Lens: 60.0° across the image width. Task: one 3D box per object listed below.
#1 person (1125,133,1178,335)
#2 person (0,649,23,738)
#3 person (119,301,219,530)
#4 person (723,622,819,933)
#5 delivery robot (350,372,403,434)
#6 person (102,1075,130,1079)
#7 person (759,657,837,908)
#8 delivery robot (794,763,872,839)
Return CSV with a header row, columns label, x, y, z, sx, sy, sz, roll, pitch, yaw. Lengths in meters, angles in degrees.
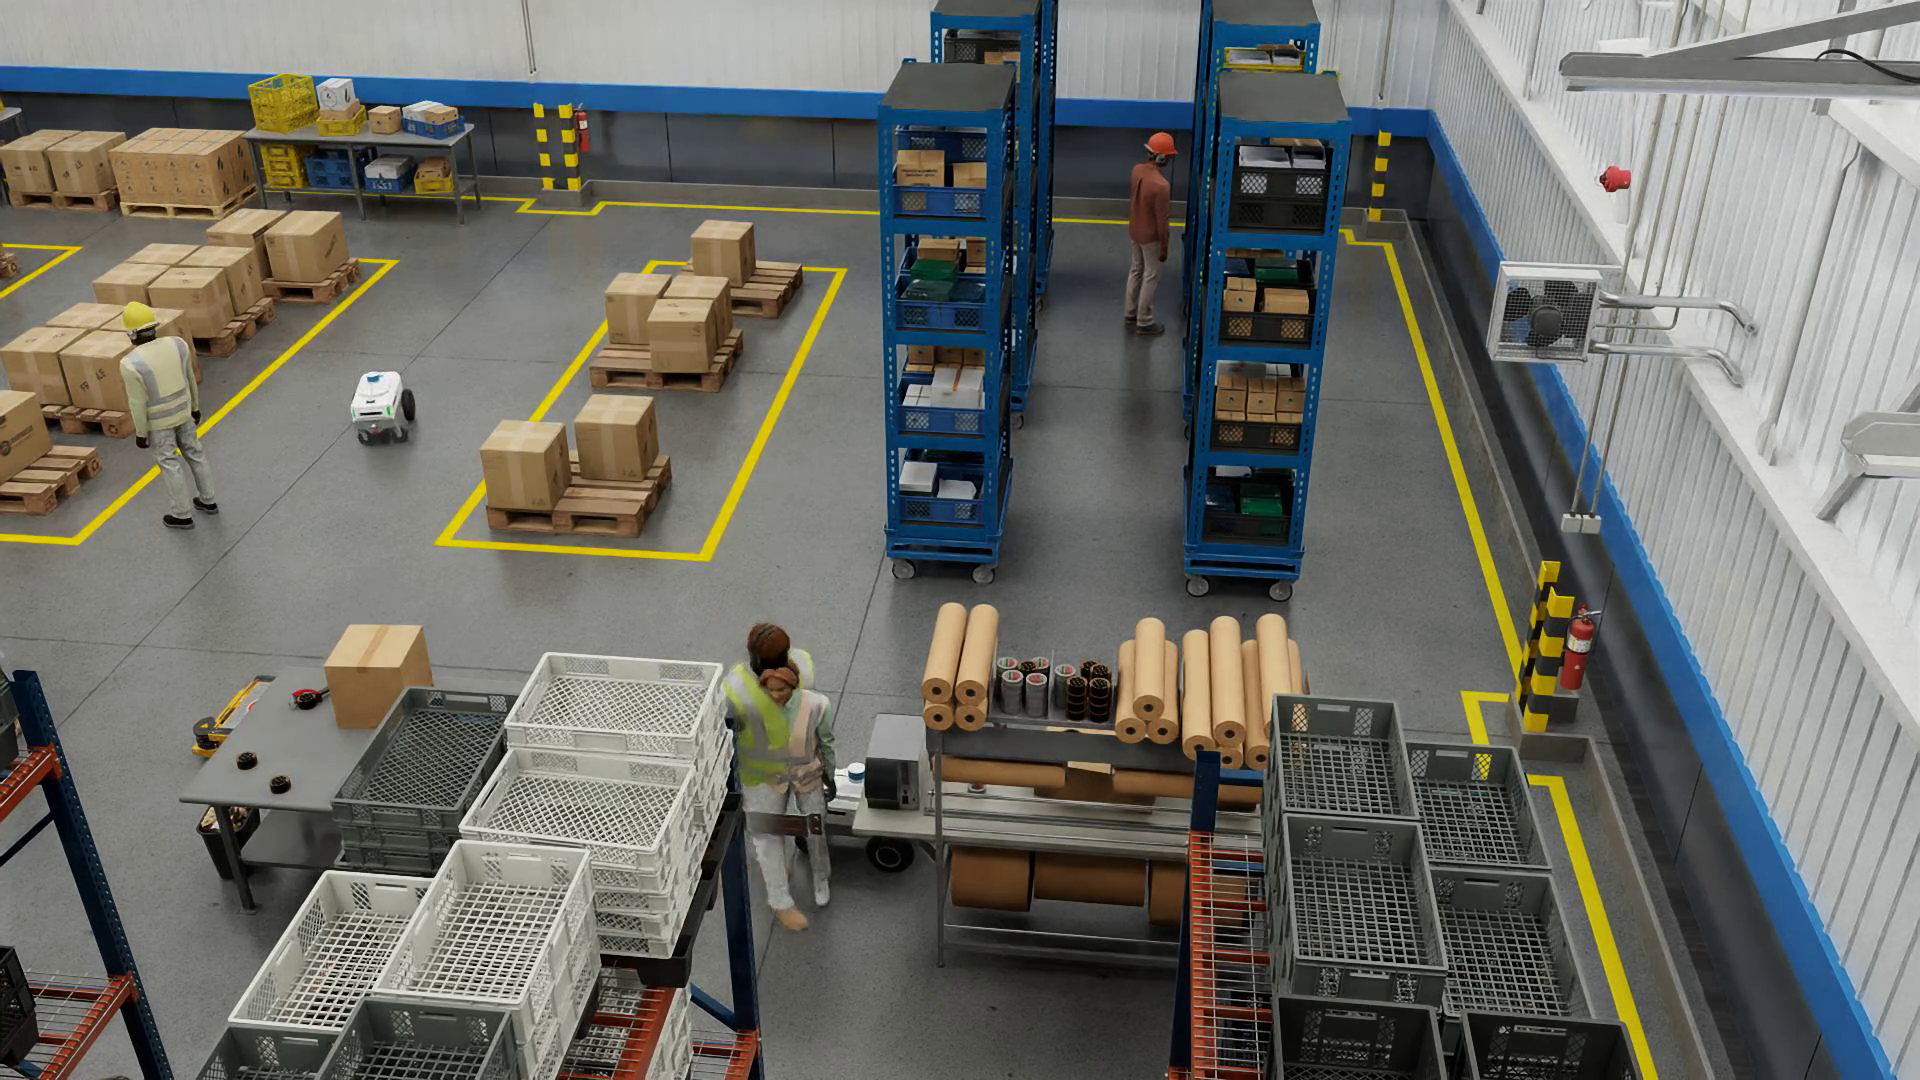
label,x,y,z,sx,sy,sz,roll,pitch,yaw
person,1.842,-2.945,16.024,0.412,1.979,0.630,-13,33,-21
person,-6.233,0.527,10.333,0.535,1.697,0.318,10,32,17
person,-6.097,-0.958,12.749,0.404,1.830,0.603,13,33,22
person,-1.005,1.215,9.047,0.632,1.839,0.607,-26,39,-37
delivery robot,-5.033,-1.213,14.359,0.477,0.478,0.707,-5,31,-8
person,-2.948,2.748,6.288,0.371,1.933,0.634,8,31,14
person,-0.928,1.307,9.060,0.525,1.632,0.318,-2,30,-3
delivery robot,-0.595,1.516,9.672,0.707,0.478,0.477,5,31,9
